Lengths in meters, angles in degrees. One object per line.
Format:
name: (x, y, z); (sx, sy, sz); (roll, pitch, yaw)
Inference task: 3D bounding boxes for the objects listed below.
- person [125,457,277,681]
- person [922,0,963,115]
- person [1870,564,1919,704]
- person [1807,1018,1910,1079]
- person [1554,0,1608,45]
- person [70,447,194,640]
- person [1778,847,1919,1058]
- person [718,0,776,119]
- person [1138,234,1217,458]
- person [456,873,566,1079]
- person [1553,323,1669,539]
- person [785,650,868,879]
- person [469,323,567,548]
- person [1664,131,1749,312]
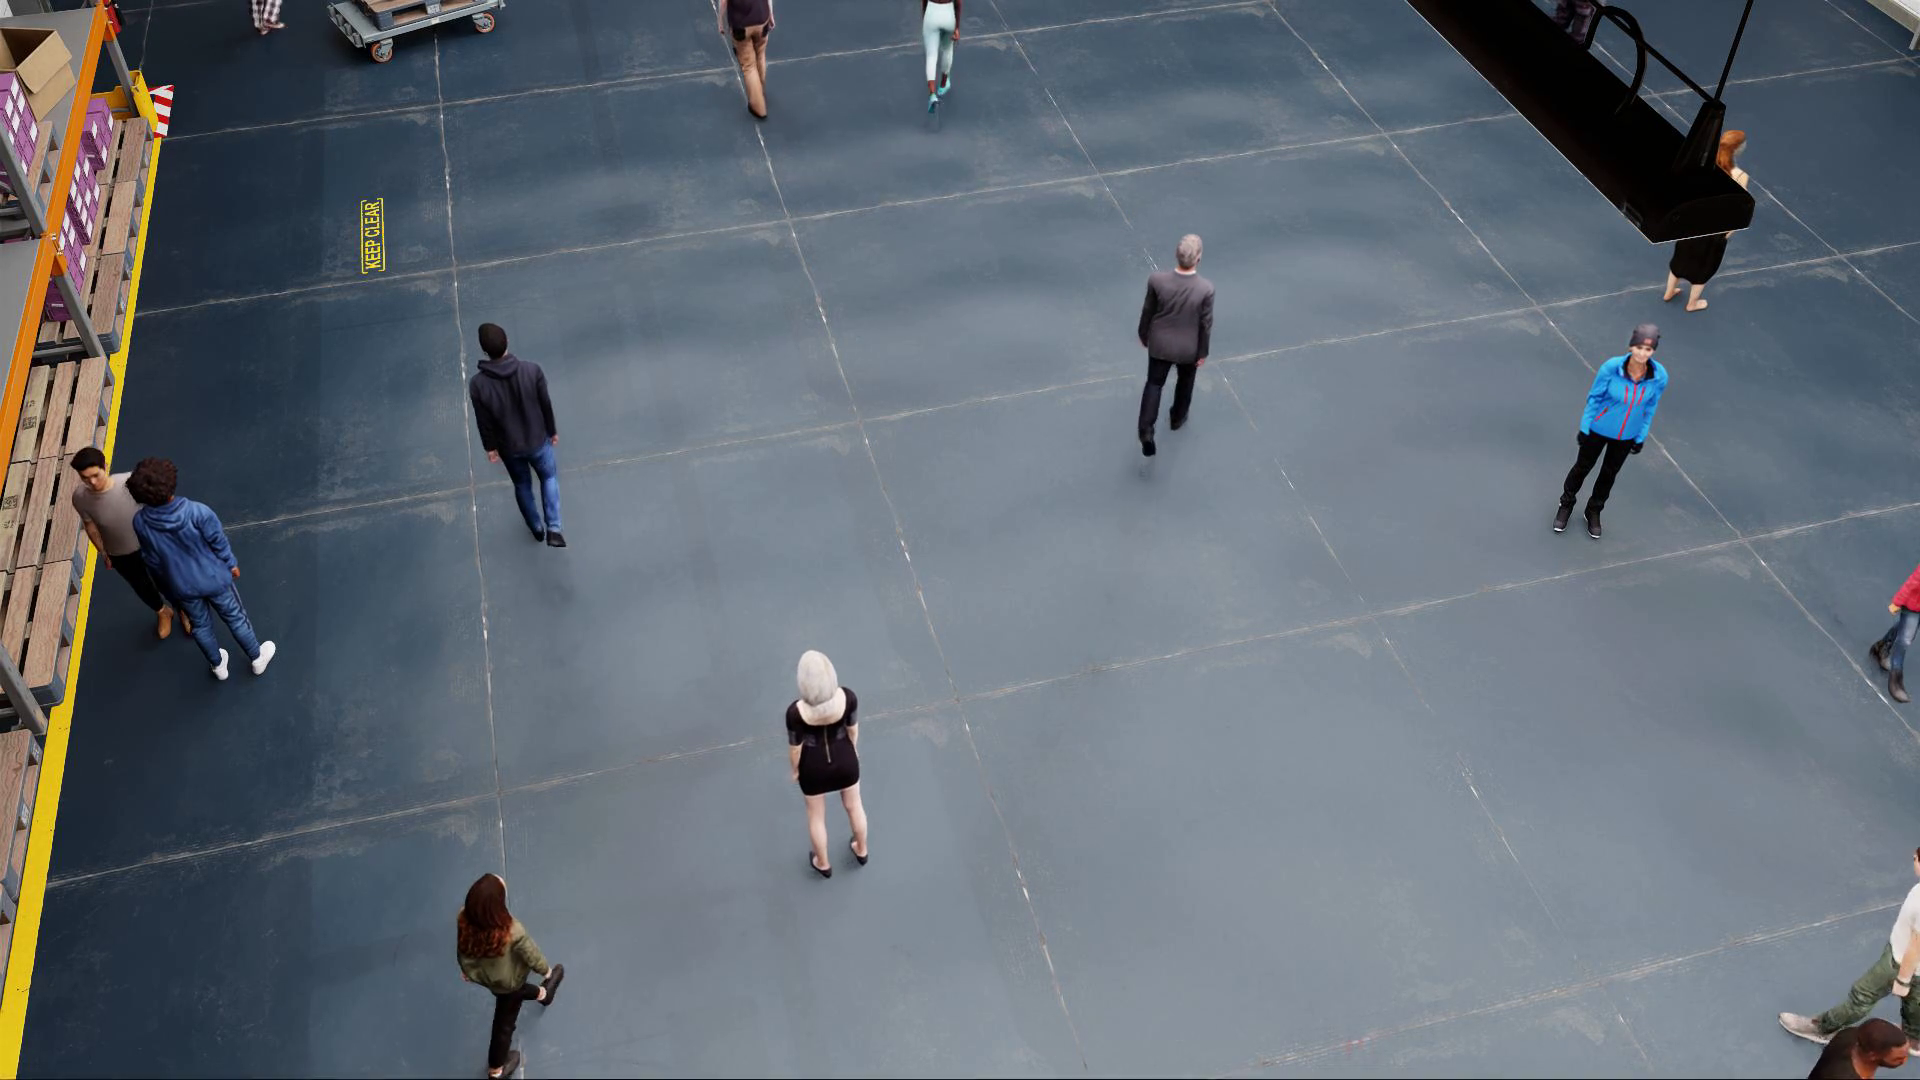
person: (-4.885, 0.203, 10.642); (0.686, 1.811, 0.587); (-7, 44, -7)
person: (-0.205, -4.983, 16.170); (0.829, 1.695, 1.135); (3, 44, 3)
person: (6.240, 0.374, 10.835); (0.615, 1.298, 0.817); (-3, 44, -3)
person: (4.008, 2.770, 7.960); (0.883, 1.795, 0.828); (25, 49, 24)
person: (6.131, -5.376, 16.470); (0.854, 1.849, 0.668); (-24, 49, -23)
person: (-5.421, -0.005, 10.941); (0.623, 1.701, 0.615); (-13, 45, -14)
person: (5.023, 2.180, 8.703); (1.056, 1.623, 0.996); (26, 49, 25)
person: (-2.023, -4.948, 16.048); (0.851, 1.813, 1.098); (-20, 47, -20)
person: (1.581, -1.421, 12.345); (1.085, 1.814, 1.231); (13, 45, 13)
person: (-2.439, 2.323, 8.691); (0.957, 1.434, 1.048); (18, 47, 18)
person: (4.578, -0.771, 11.677); (0.692, 1.795, 0.692); (11, 45, 12)
person: (-0.764, 1.287, 9.494); (0.581, 1.826, 0.543); (-14, 45, -14)
person: (-3.012, -0.642, 11.480); (0.688, 1.878, 0.897); (-13, 45, -13)
person: (6.190, -2.646, 13.767); (0.709, 1.626, 0.617); (-29, 51, -27)
